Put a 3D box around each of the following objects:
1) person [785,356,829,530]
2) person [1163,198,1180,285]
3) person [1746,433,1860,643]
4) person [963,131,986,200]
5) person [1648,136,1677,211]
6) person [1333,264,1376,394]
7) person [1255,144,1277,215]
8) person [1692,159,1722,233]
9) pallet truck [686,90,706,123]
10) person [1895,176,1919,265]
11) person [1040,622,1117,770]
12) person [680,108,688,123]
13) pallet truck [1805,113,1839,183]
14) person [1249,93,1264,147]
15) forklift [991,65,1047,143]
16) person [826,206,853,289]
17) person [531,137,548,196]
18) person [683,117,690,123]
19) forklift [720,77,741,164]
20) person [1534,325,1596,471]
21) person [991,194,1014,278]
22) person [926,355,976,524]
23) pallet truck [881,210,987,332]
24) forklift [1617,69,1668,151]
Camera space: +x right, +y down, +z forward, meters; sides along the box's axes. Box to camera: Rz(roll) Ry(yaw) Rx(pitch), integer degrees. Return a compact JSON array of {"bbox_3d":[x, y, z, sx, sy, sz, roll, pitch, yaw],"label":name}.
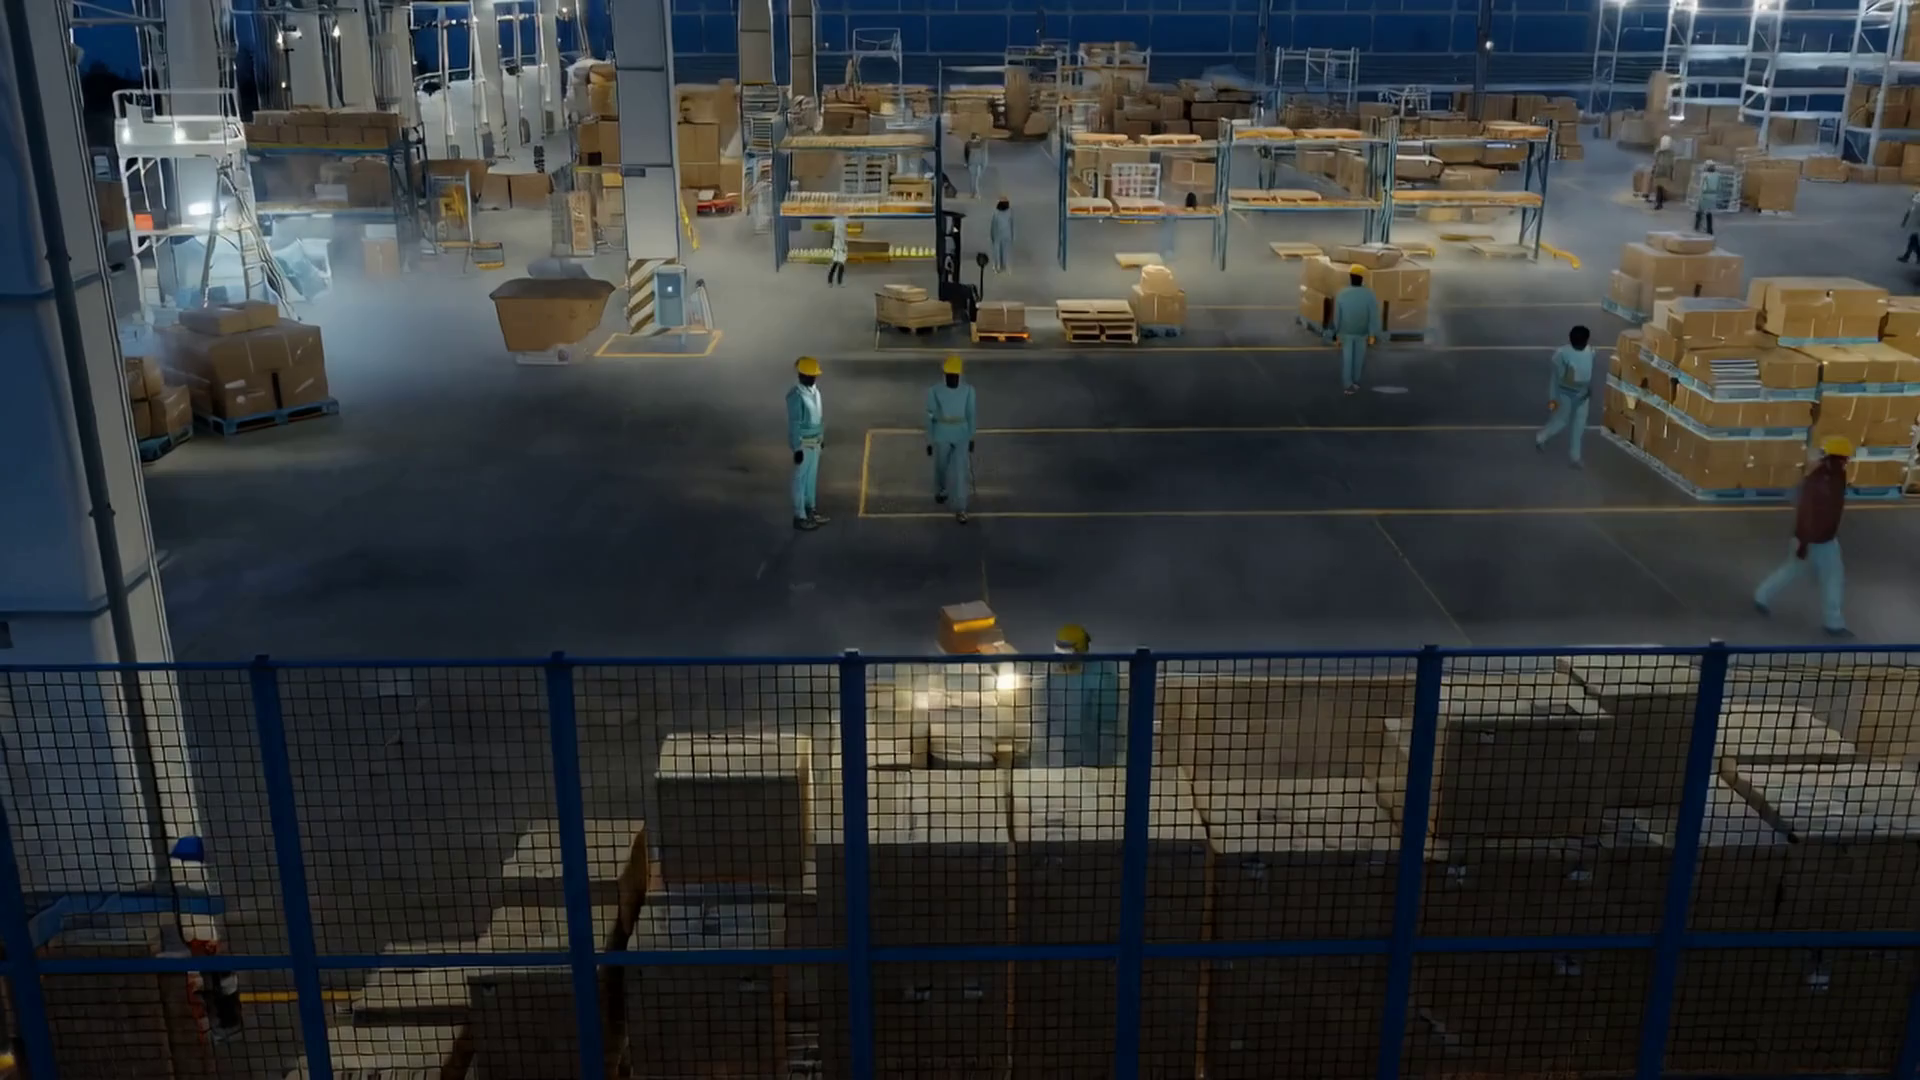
[{"bbox_3d":[-1.709,-1.095,18.555,0.391,1.948,0.605,7,20,21],"label":"person"},{"bbox_3d":[4.214,-5.957,33.264,0.381,1.754,0.543,3,19,8],"label":"person"},{"bbox_3d":[7.983,-0.077,15.556,0.626,1.945,1.048,-10,21,-27],"label":"person"},{"bbox_3d":[0.416,-10.439,46.358,0.647,1.889,0.989,-1,19,-3],"label":"person"},{"bbox_3d":[18.695,-9.799,44.395,0.610,1.942,0.730,-3,19,-8],"label":"person"},{"bbox_3d":[5.853,-3.146,24.691,0.613,1.907,0.650,5,19,16],"label":"person"},{"bbox_3d":[7.970,-9.396,43.383,0.505,1.810,0.838,6,20,18],"label":"person"},{"bbox_3d":[17.439,-7.942,38.934,0.569,1.900,0.854,-3,19,-9],"label":"person"},{"bbox_3d":[-9.671,-15.907,62.421,0.823,1.965,1.885,5,19,15],"label":"pallet truck"},{"bbox_3d":[20.688,-6.900,35.899,0.559,1.918,0.867,-6,20,-18],"label":"person"},{"bbox_3d":[0.767,1.450,11.026,0.368,1.939,0.633,-14,23,-35],"label":"person"},{"bbox_3d":[-9.021,-13.263,54.756,0.359,1.883,0.573,2,19,5],"label":"person"},{"bbox_3d":[26.403,-11.957,50.702,0.823,1.965,1.885,6,19,16],"label":"pallet truck"},{"bbox_3d":[10.935,-15.439,61.154,0.392,1.920,0.587,-6,20,-18],"label":"person"},{"bbox_3d":[2.267,-16.490,62.791,1.873,2.768,1.129,-10,21,-27],"label":"forklift"},{"bbox_3d":[-2.375,-5.801,32.959,0.349,1.657,0.665,-16,24,-39],"label":"person"},{"bbox_3d":[-11.932,-10.586,47.186,0.518,1.639,0.312,8,20,23],"label":"person"},{"bbox_3d":[-8.307,-12.007,50.987,0.691,1.908,0.649,-12,22,-33],"label":"person"},{"bbox_3d":[-7.576,-13.878,55.042,1.873,2.768,1.129,-1,19,-1],"label":"forklift"},{"bbox_3d":[7.641,-1.821,20.917,0.632,1.824,0.721,-6,20,-18],"label":"person"},{"bbox_3d":[0.889,-6.253,34.243,0.503,1.701,0.904,-3,19,-9],"label":"person"},{"bbox_3d":[-0.108,-1.210,19.000,0.596,1.889,0.980,-4,19,-11],"label":"person"},{"bbox_3d":[-0.493,-4.759,29.349,1.885,1.965,0.823,-13,23,-34],"label":"pallet truck"},{"bbox_3d":[24.781,-15.375,59.481,1.873,2.768,1.129,-1,19,-1],"label":"forklift"}]
